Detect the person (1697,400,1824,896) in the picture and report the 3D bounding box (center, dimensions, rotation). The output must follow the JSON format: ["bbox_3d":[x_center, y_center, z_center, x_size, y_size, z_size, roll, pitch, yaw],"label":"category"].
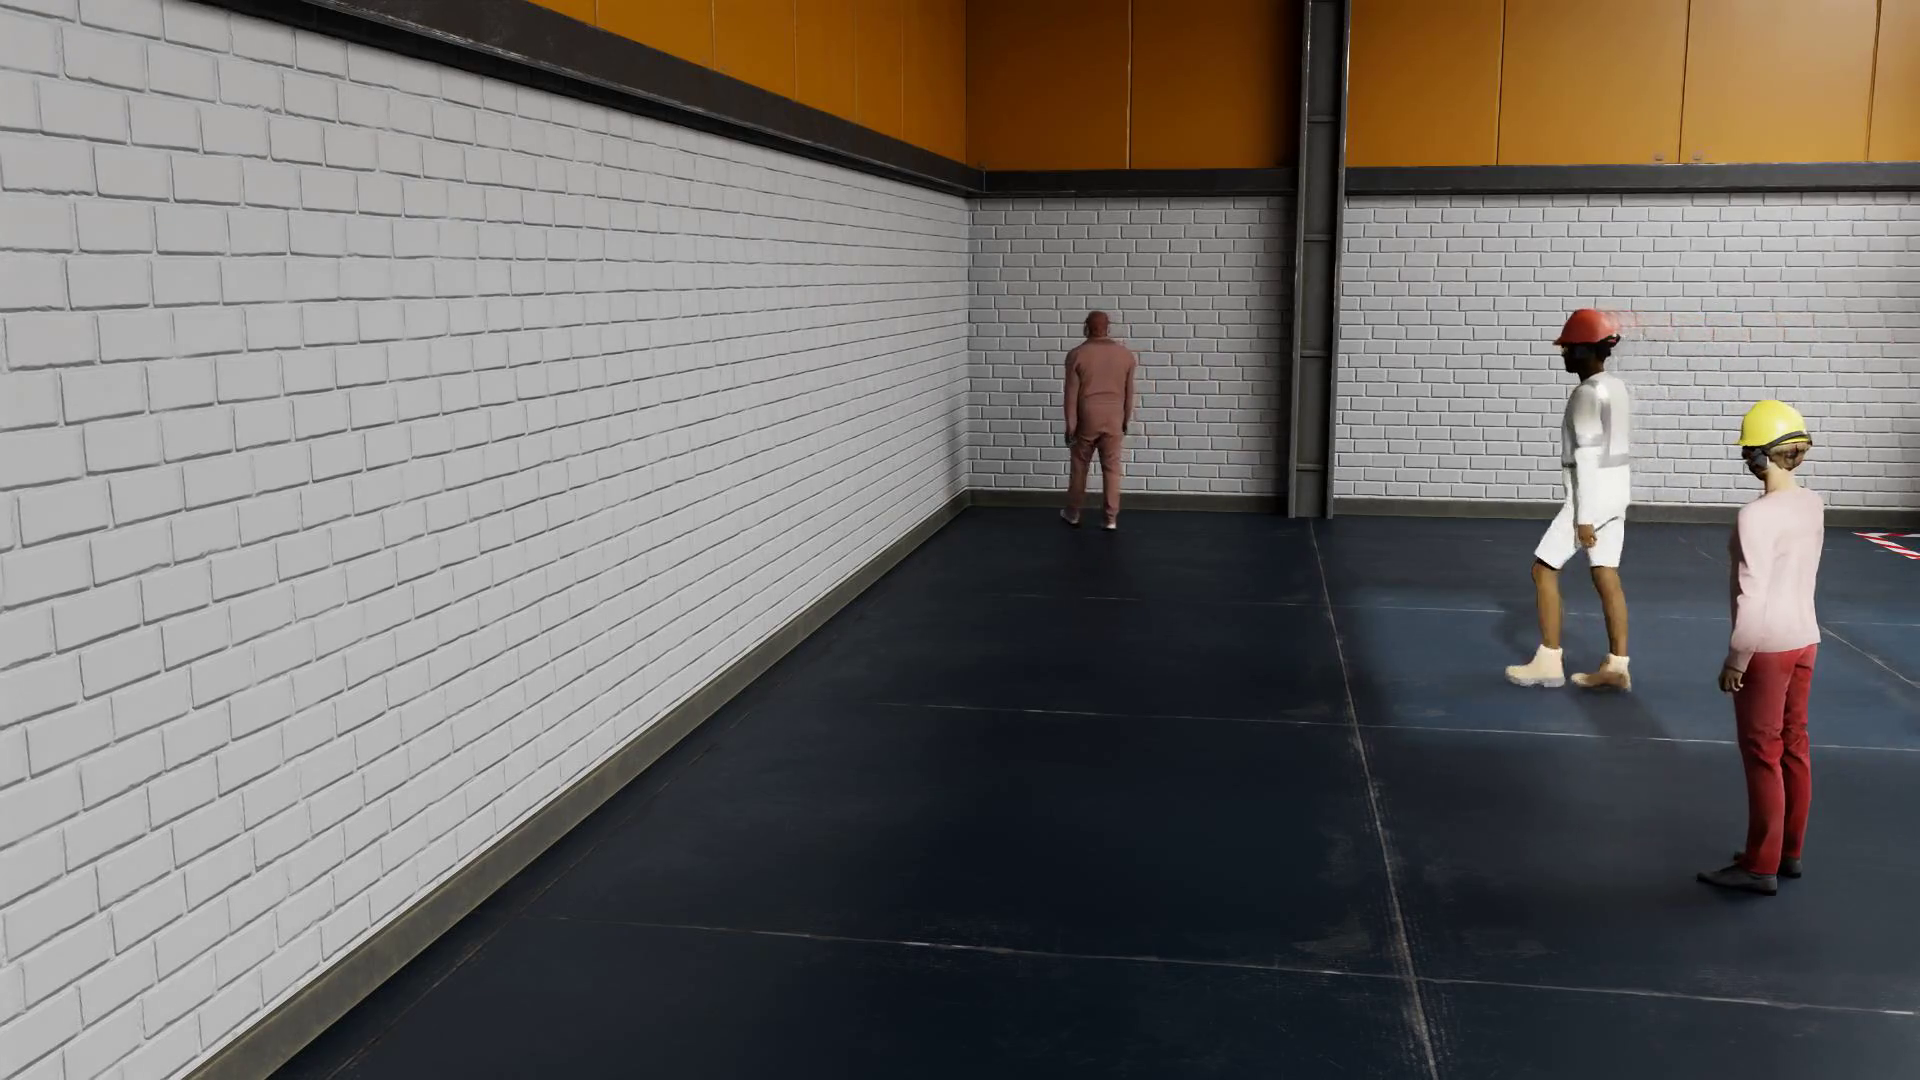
[{"bbox_3d":[2.881,0.383,5.963,0.527,1.765,0.329,-7,12,-39],"label":"person"}]

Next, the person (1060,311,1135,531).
[{"bbox_3d":[1.171,-1.032,14.406,0.661,1.892,0.667,-2,9,-11],"label":"person"}]

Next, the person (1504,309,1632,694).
[{"bbox_3d":[3.246,-0.199,8.804,0.781,2.017,0.618,8,12,42],"label":"person"}]
